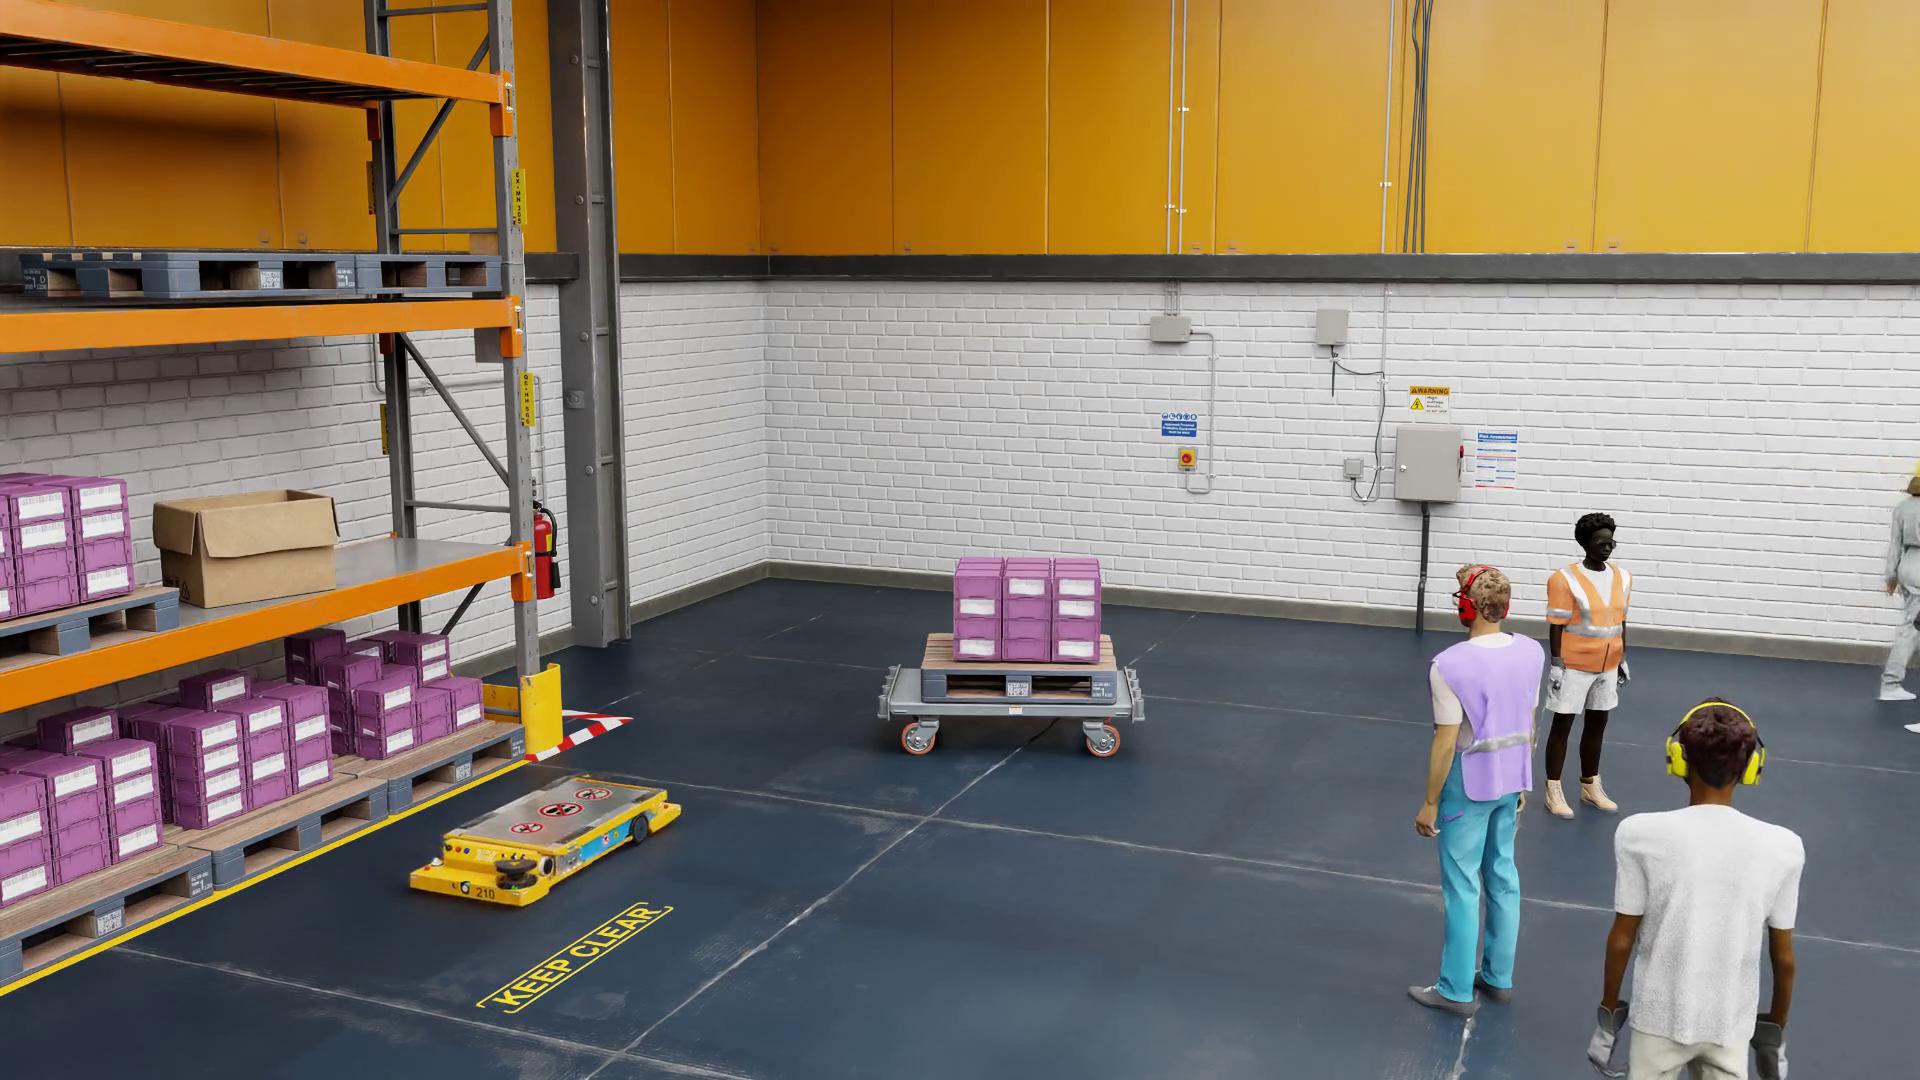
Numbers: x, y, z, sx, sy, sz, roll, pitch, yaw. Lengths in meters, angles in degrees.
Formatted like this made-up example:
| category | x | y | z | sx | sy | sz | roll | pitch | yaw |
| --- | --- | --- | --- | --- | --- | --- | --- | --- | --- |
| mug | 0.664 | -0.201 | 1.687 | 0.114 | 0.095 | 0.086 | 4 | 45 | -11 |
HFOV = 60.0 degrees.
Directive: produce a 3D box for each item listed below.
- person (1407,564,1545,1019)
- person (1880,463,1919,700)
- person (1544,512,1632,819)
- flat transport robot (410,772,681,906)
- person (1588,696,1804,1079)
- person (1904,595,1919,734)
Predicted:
| category | x | y | z | sx | sy | sz | roll | pitch | yaw |
| --- | --- | --- | --- | --- | --- | --- | --- | --- | --- |
| person | 2.097 | 1.015 | 6.720 | 0.567 | 1.846 | 0.389 | -5 | 11 | -30 |
| person | 6.812 | 0.274 | 11.647 | 0.775 | 1.709 | 0.494 | -2 | 10 | -10 |
| person | 3.462 | 0.685 | 9.174 | 0.538 | 1.696 | 0.317 | -3 | 10 | -19 |
| flat transport robot | -2.087 | 1.501 | 8.536 | 0.652 | 0.197 | 1.431 | 4 | 10 | 21 |
| person | 2.028 | 1.359 | 4.621 | 0.522 | 1.859 | 0.337 | 1 | 9 | 8 |
| person | 6.389 | 0.460 | 10.713 | 0.511 | 1.639 | 0.308 | -3 | 10 | -17 |
